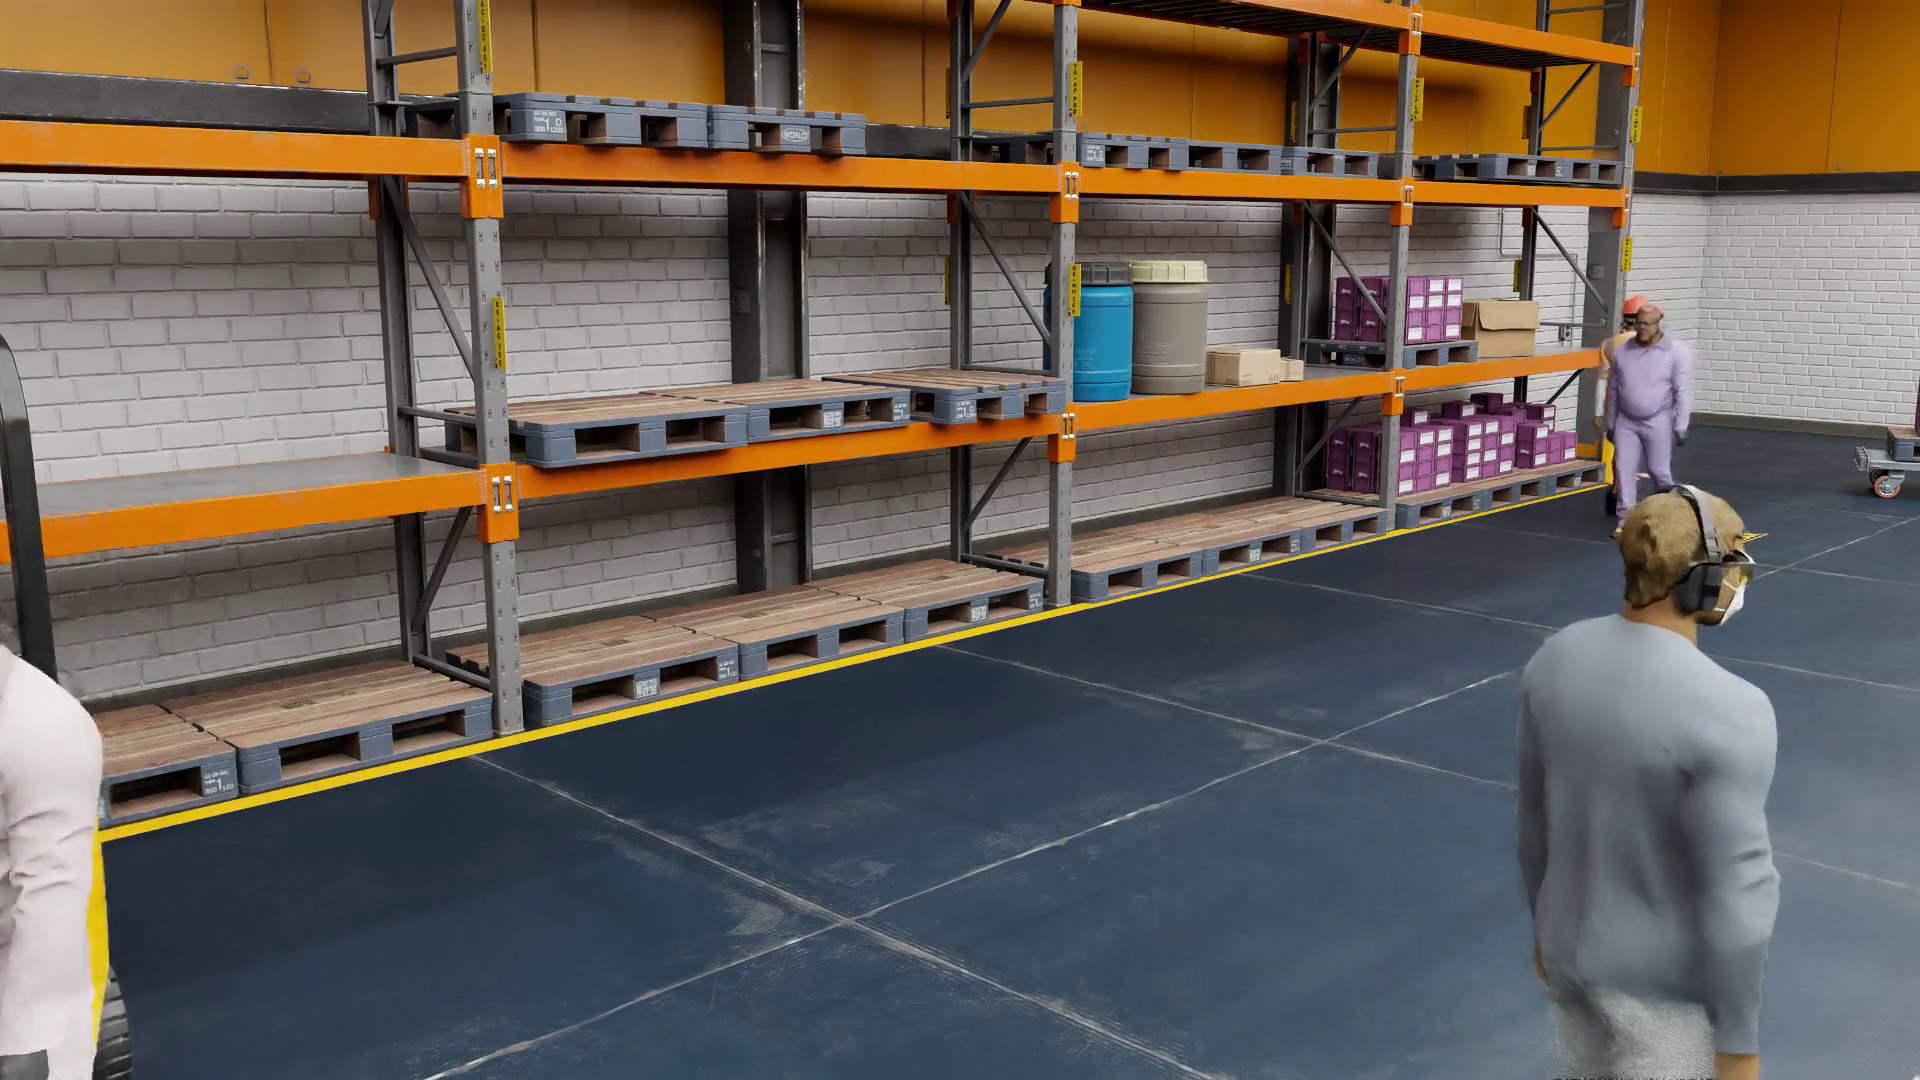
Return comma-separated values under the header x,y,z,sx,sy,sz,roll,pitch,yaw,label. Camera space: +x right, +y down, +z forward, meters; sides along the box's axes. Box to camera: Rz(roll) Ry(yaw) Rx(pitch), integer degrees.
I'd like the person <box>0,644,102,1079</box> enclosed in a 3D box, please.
x,y,z,sx,sy,sz,roll,pitch,yaw,label
-2.032,0.900,3.247,0.713,1.851,0.935,3,11,14,person

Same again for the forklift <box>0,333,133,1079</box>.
x,y,z,sx,sy,sz,roll,pitch,yaw,label
-3.289,0.485,4.582,1.214,2.155,2.313,-10,14,-44,forklift

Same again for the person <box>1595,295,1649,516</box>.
x,y,z,sx,sy,sz,roll,pitch,yaw,label
5.773,-1.168,14.413,0.535,1.902,0.909,8,13,38,person

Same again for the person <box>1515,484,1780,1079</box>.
x,y,z,sx,sy,sz,roll,pitch,yaw,label
1.335,0.849,3.293,0.353,1.937,0.636,-3,11,-16,person

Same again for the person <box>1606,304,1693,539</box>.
x,y,z,sx,sy,sz,roll,pitch,yaw,label
5.542,-0.962,13.371,0.670,1.878,0.795,9,14,40,person
